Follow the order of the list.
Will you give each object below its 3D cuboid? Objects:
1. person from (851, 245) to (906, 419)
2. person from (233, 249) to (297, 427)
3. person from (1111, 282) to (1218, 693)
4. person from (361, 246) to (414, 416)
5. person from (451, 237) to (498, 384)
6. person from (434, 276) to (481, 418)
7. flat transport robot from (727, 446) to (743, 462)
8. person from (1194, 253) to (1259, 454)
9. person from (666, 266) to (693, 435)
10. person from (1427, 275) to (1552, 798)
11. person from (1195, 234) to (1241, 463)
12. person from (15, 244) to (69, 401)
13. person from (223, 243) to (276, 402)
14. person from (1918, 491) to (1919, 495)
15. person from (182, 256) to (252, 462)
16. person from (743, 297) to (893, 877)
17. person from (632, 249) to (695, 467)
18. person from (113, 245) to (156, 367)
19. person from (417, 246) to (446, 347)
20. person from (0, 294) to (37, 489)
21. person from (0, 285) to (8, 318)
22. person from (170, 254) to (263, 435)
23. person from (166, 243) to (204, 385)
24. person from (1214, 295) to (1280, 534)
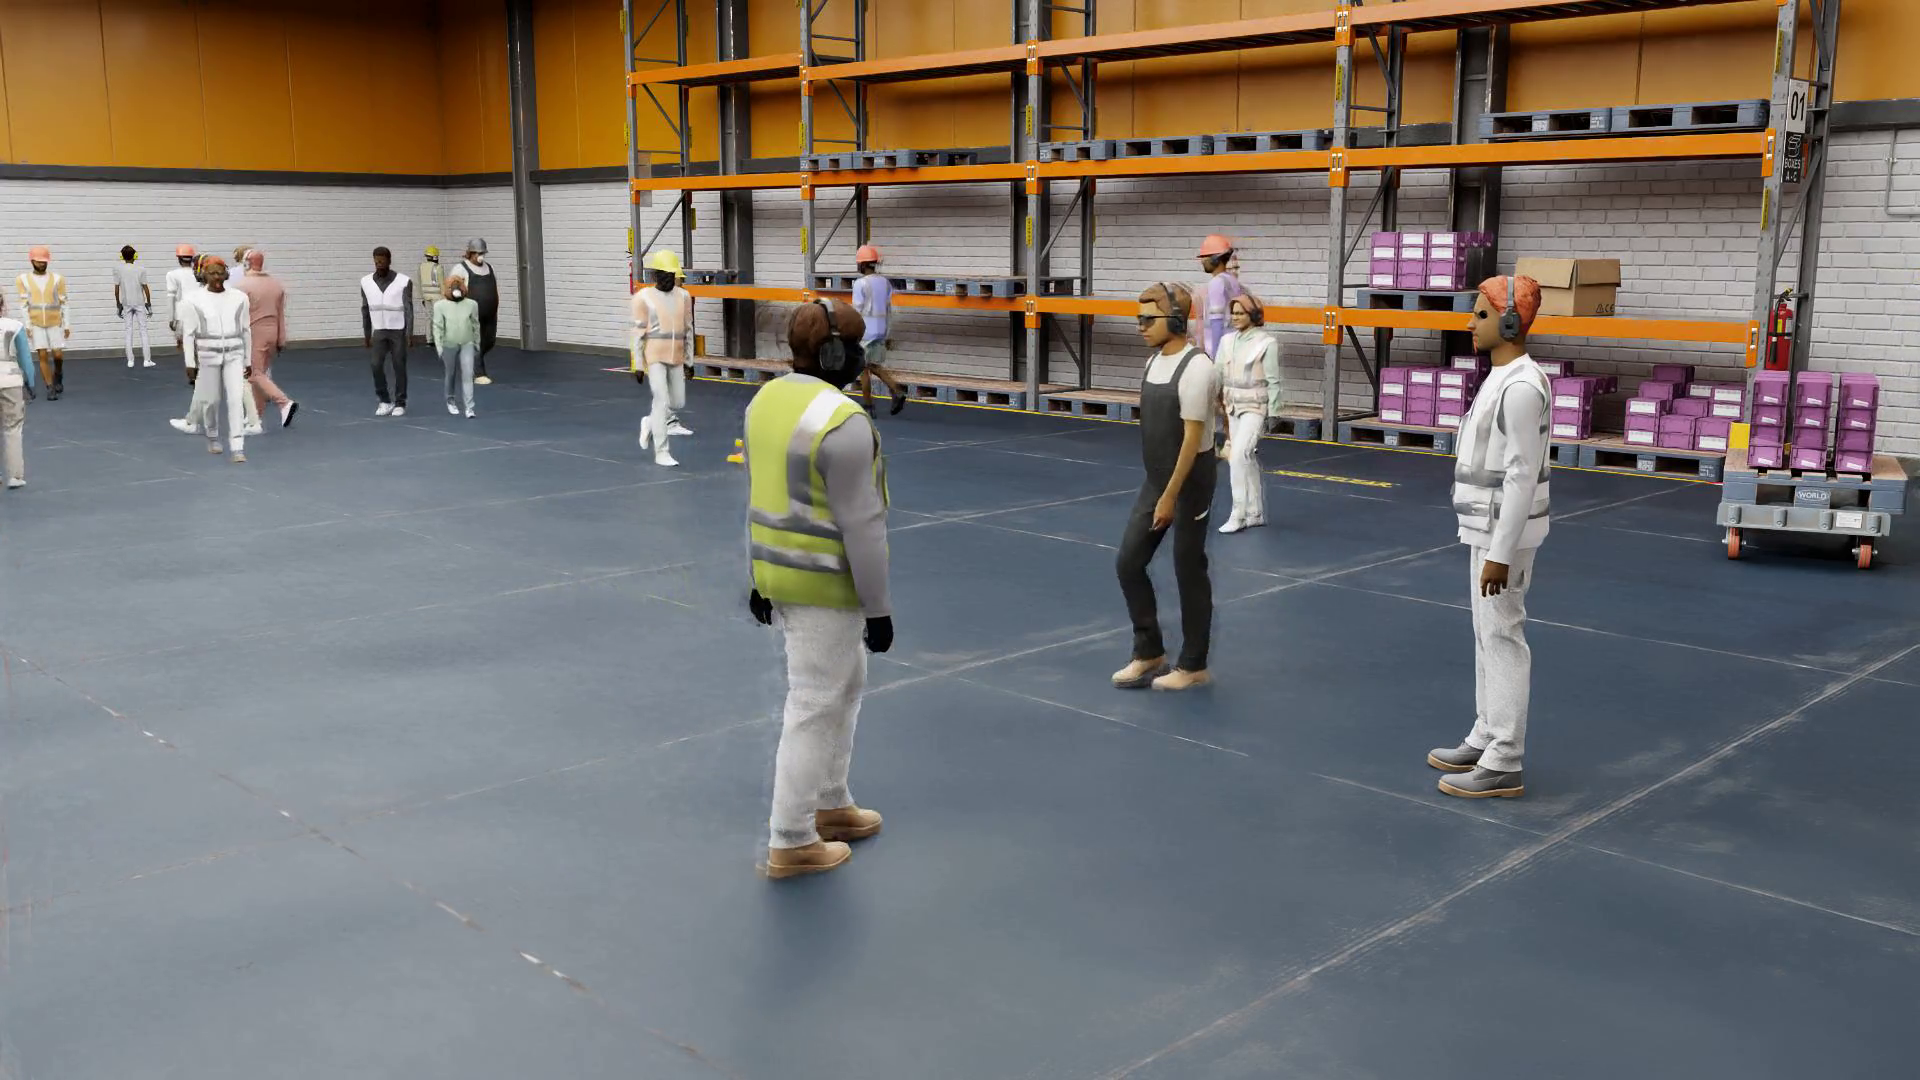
[{"bbox_3d":[-0.935,-2.264,18.223,0.566,1.918,0.547,8,13,38],"label":"person"},{"bbox_3d":[-7.366,-2.121,17.551,0.812,1.878,0.652,3,11,18],"label":"person"},{"bbox_3d":[0.893,-0.206,7.282,0.577,1.822,0.498,-6,12,-29],"label":"person"},{"bbox_3d":[-6.399,-2.324,18.605,0.608,1.894,0.522,0,10,-2],"label":"person"},{"bbox_3d":[-6.667,-3.174,22.853,0.781,2.000,0.683,9,14,41],"label":"person"},{"bbox_3d":[-5.619,-2.160,18.602,0.529,1.581,0.909,-5,12,-26],"label":"person"},{"bbox_3d":[-1.454,-0.861,15.071,0.652,0.197,1.431,5,11,24],"label":"flat transport robot"},{"bbox_3d":[2.507,-1.765,15.678,0.648,1.864,0.982,-8,13,-37],"label":"person"},{"bbox_3d":[-2.916,-1.945,16.963,0.295,1.744,0.489,-4,11,-20],"label":"person"},{"bbox_3d":[1.937,-0.007,6.019,0.356,1.882,0.574,2,11,10],"label":"person"},{"bbox_3d":[2.233,-1.677,14.729,0.620,2.020,0.657,4,11,23],"label":"person"},{"bbox_3d":[-11.270,-2.674,20.467,0.543,1.913,0.552,-6,12,-31],"label":"person"},{"bbox_3d":[-8.421,-2.548,19.753,0.660,1.922,0.542,-4,11,-20],"label":"person"},{"bbox_3d":[6.970,-0.970,11.526,0.416,1.793,0.616,10,14,42],"label":"person"},{"bbox_3d":[-6.735,-1.650,15.089,0.584,1.853,0.911,-7,12,-33],"label":"person"},{"bbox_3d":[-0.387,0.150,5.307,0.658,1.825,0.651,-6,12,-32],"label":"person"},{"bbox_3d":[-2.677,-1.615,14.744,0.689,1.897,0.608,10,14,43],"label":"person"},{"bbox_3d":[-12.733,-3.600,25.635,0.513,1.874,0.328,-3,11,-15],"label":"person"},{"bbox_3d":[-9.496,-4.392,30.060,0.599,1.832,0.404,5,11,25],"label":"person"},{"bbox_3d":[-7.679,-1.216,13.295,0.547,1.620,0.378,-4,11,-19],"label":"person"},{"bbox_3d":[-12.841,-2.846,21.914,0.529,1.742,0.495,-3,11,-16],"label":"person"},{"bbox_3d":[-7.560,-1.956,16.823,1.005,1.819,0.498,3,11,16],"label":"person"},{"bbox_3d":[-10.312,-3.012,22.302,0.559,1.920,0.541,-9,14,-40],"label":"person"},{"bbox_3d":[1.883,-0.851,11.336,0.626,1.616,0.518,-6,12,-29],"label":"person"}]
